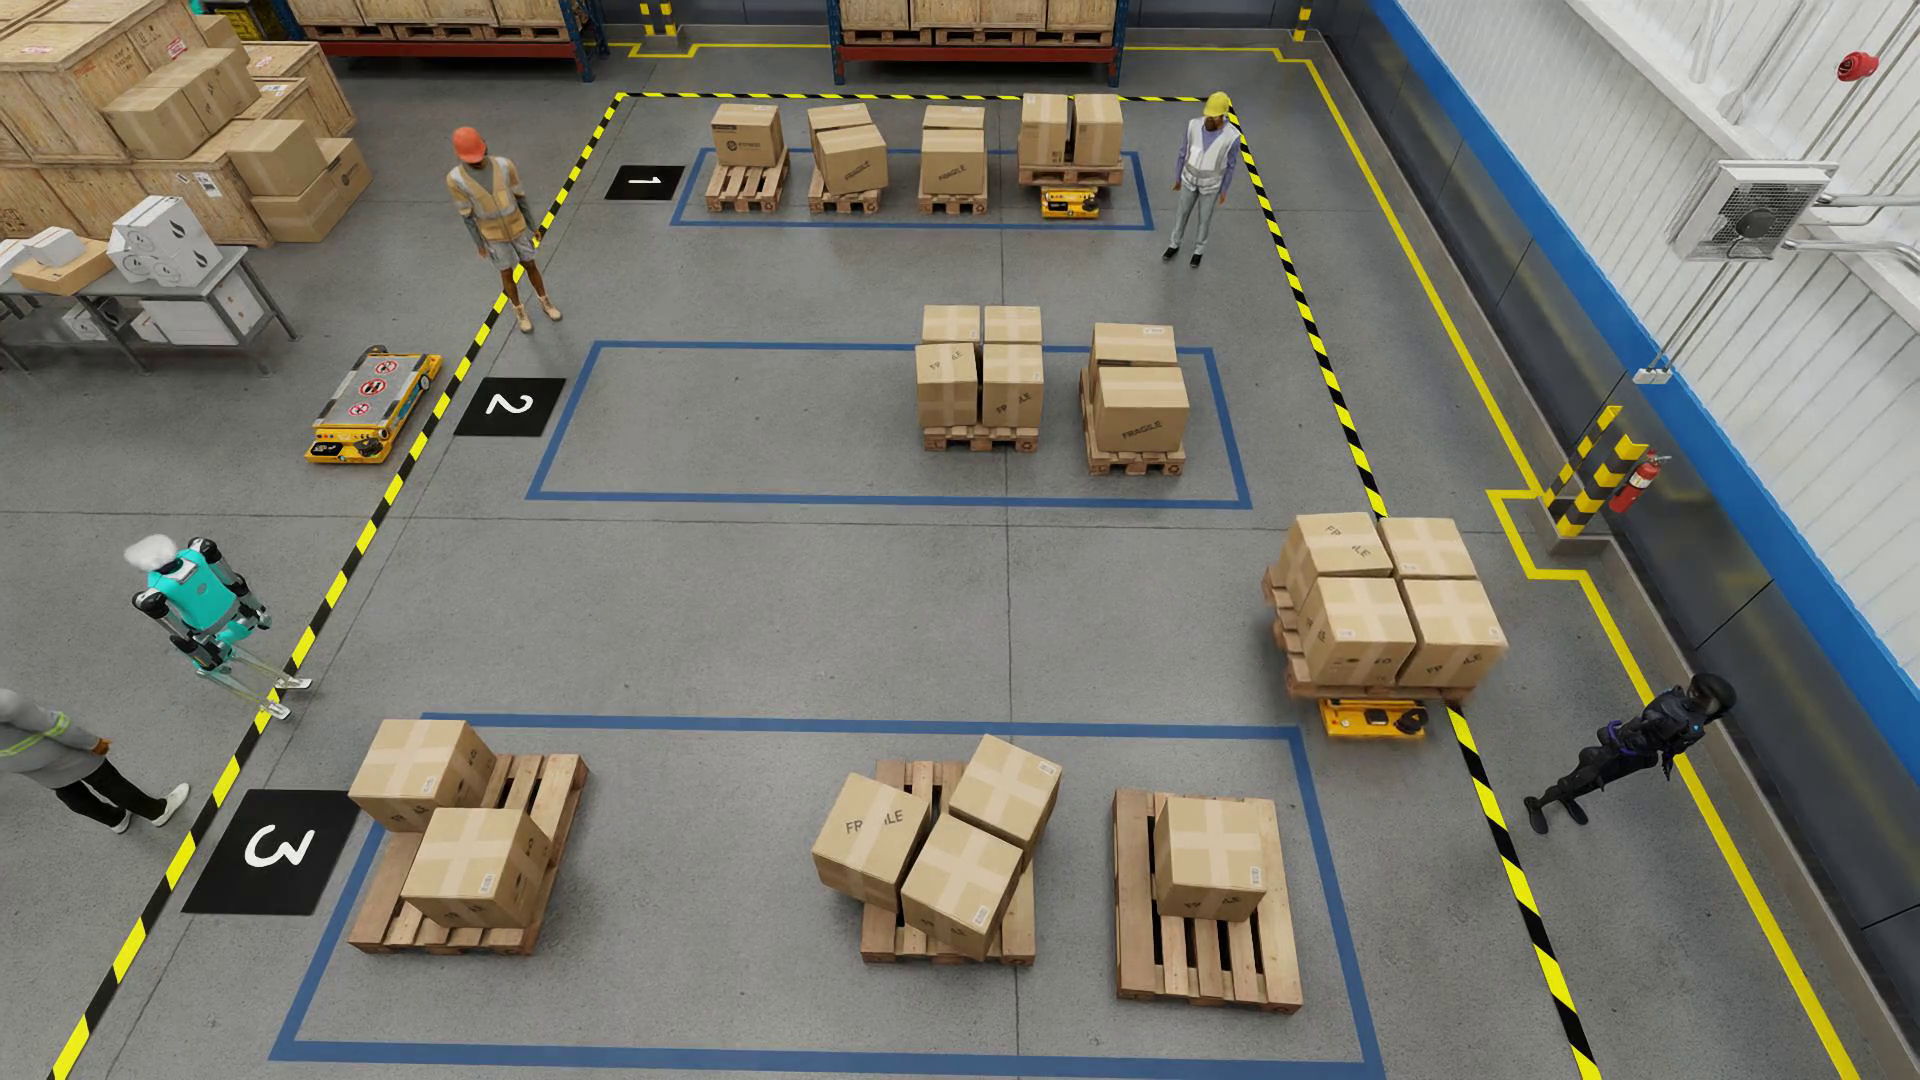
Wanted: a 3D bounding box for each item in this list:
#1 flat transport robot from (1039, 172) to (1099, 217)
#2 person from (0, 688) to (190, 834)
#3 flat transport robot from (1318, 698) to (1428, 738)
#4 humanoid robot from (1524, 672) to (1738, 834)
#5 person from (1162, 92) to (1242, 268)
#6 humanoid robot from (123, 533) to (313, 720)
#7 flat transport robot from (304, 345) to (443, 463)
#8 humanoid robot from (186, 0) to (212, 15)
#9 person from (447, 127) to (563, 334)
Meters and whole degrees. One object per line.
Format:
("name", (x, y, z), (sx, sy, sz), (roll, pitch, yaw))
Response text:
("flat transport robot", (1.292, -4.351, 11.030), (0.652, 0.197, 1.431), (1, 50, 1))
("person", (-5.327, 1.193, 5.320), (0.588, 1.852, 0.371), (-6, 50, -5))
("flat transport robot", (2.871, 0.764, 6.702), (0.652, 0.197, 1.431), (1, 50, 1))
("humanoid robot", (3.925, 1.260, 5.367), (0.599, 1.659, 0.315), (-7, 50, -6))
("person", (2.501, -3.701, 9.473), (0.589, 1.833, 0.404), (24, 54, 19))
("humanoid robot", (-4.836, 0.546, 5.855), (0.735, 1.677, 0.533), (9, 50, 8))
("flat transport robot", (-5.383, -1.269, 8.441), (0.659, 0.231, 1.431), (1, 50, 1))
("humanoid robot", (-10.016, -6.474, 11.913), (0.879, 1.774, 0.537), (11, 51, 9))
("person", (-4.295, -2.912, 8.679), (0.607, 2.030, 0.406), (-30, 56, -23))
